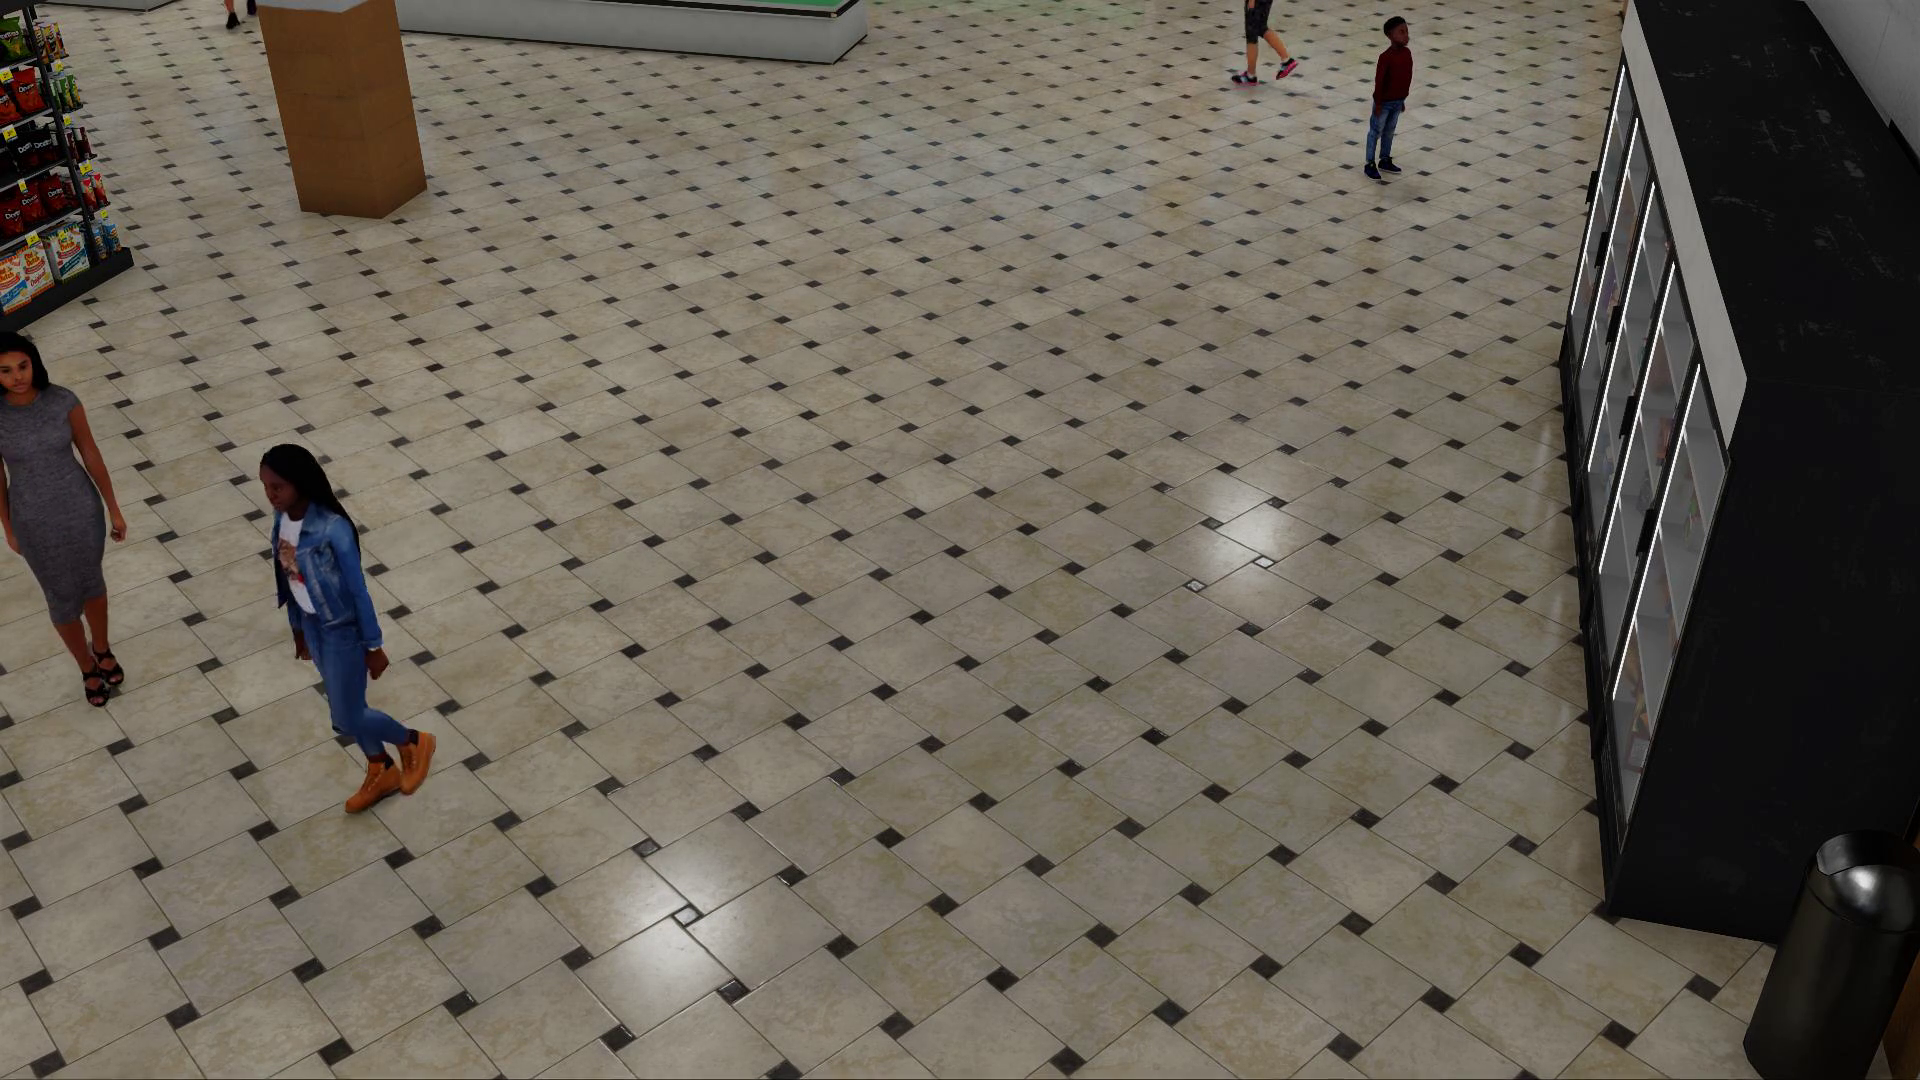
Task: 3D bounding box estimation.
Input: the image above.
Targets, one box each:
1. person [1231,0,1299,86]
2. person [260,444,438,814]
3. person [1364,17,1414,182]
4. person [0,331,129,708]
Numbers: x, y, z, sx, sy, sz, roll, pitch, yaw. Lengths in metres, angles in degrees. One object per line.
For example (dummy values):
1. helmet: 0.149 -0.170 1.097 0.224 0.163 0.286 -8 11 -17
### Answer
1. person: 2.831 -4.948 15.090 0.931 1.712 0.734 19 37 28
2. person: -2.389 0.337 6.607 0.735 1.702 0.810 19 37 28
3. person: 3.411 -3.526 13.239 0.591 1.254 0.642 -21 37 -30
4. person: -3.955 -0.116 7.273 0.758 1.767 0.816 -23 39 -32
